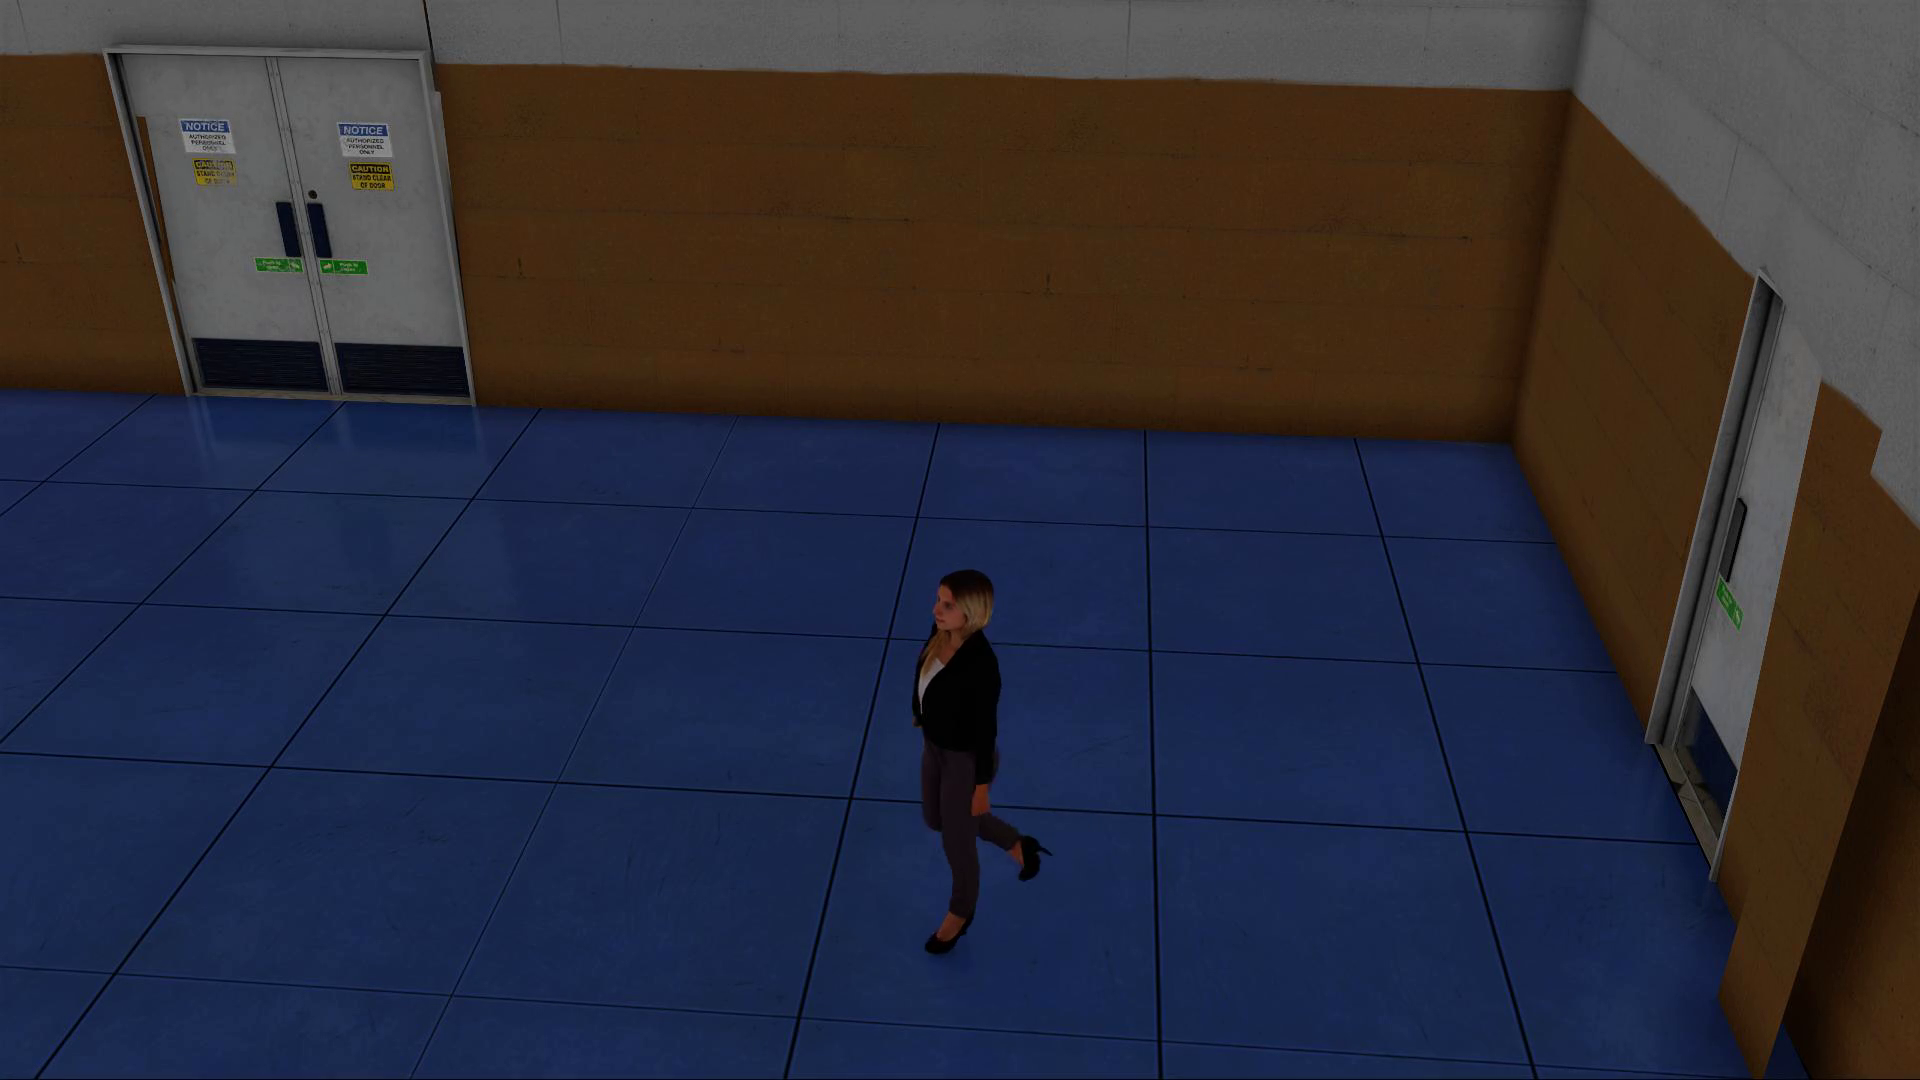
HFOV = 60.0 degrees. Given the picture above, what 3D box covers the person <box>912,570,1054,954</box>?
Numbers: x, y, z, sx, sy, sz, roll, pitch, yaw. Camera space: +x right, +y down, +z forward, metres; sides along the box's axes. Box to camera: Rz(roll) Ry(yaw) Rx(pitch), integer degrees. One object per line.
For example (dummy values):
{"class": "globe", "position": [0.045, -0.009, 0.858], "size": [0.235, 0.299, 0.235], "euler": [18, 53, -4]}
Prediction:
{"class": "person", "position": [0.076, 0.818, 6.201], "size": [0.868, 1.660, 0.858], "euler": [-12, 31, -21]}
